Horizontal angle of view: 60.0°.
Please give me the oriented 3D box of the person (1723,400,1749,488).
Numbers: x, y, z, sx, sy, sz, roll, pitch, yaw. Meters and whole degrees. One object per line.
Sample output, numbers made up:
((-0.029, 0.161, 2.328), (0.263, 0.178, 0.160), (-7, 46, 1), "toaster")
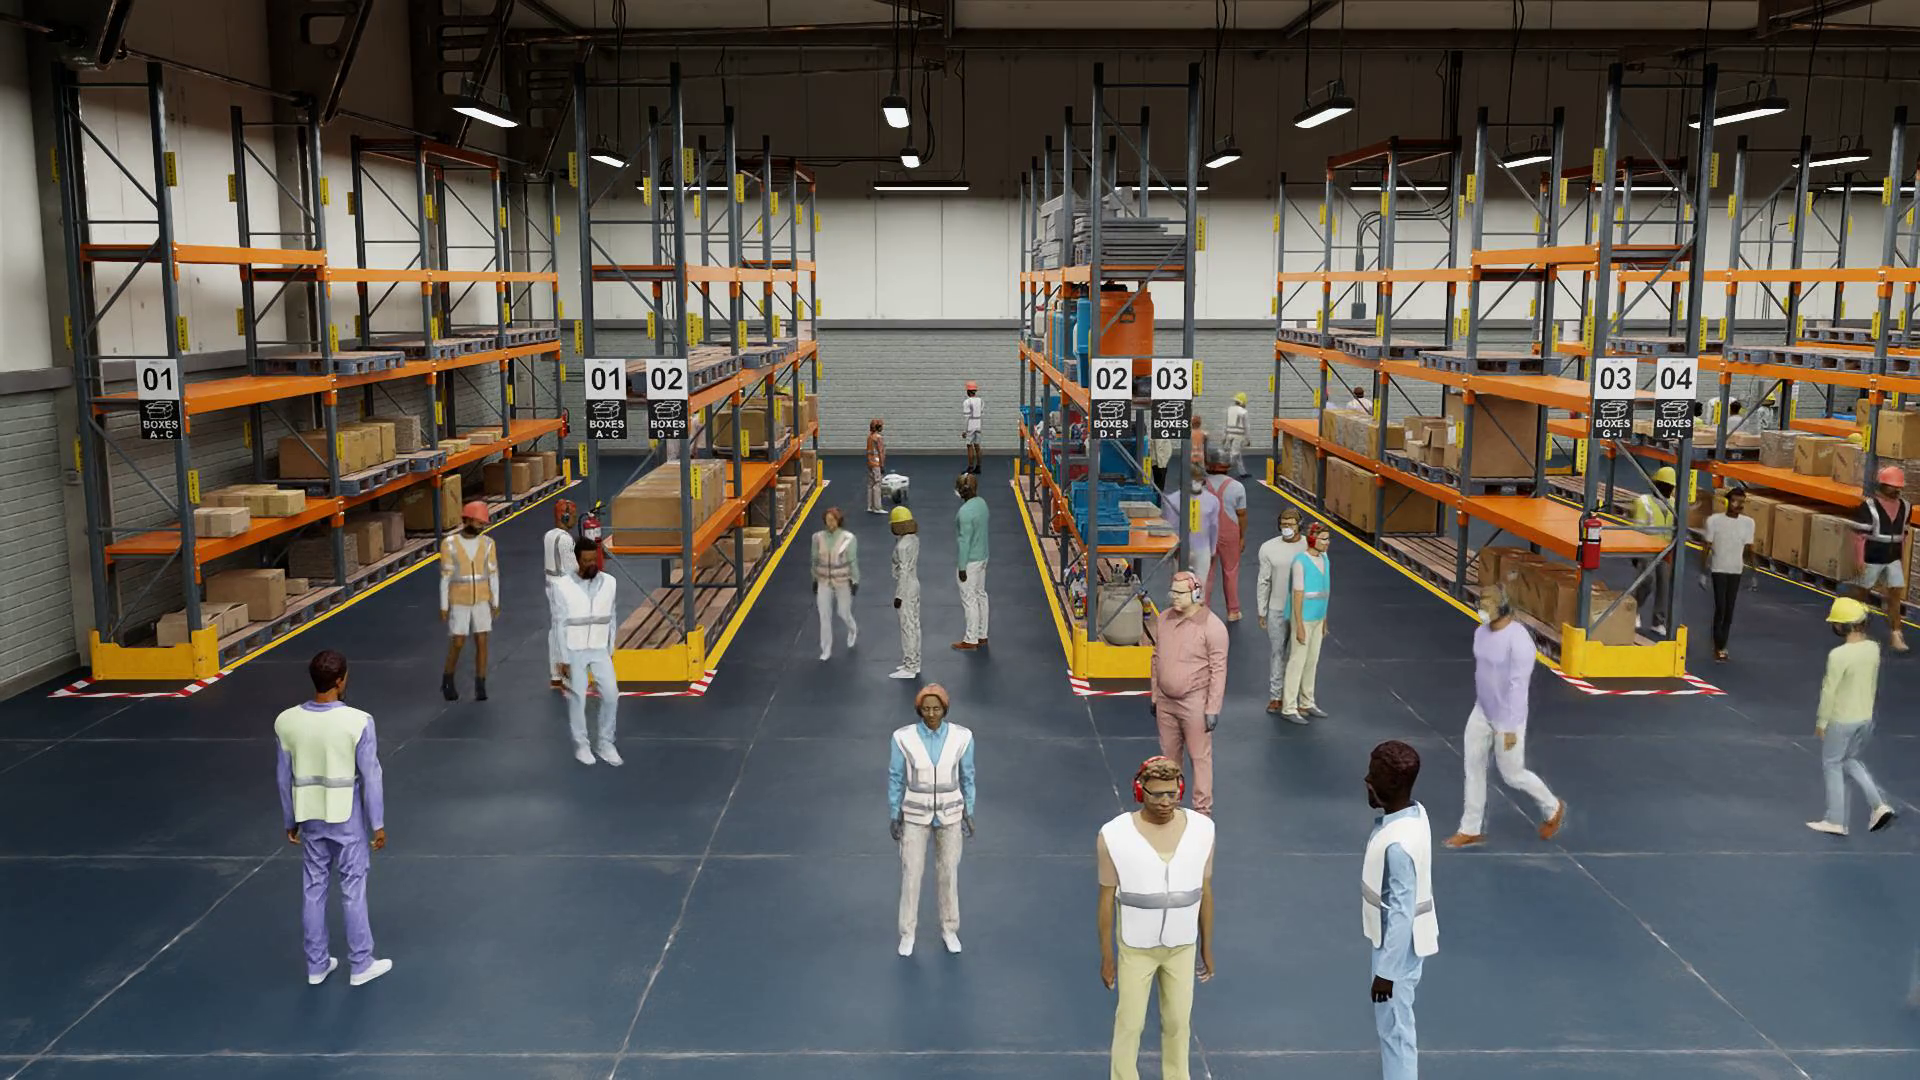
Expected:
((14.089, -1.615, 30.238), (0.584, 1.830, 0.805), (1, 9, 8), "person")

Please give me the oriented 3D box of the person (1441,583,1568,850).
((3.849, 1.233, 11.653), (0.846, 1.912, 0.632), (-3, 9, -20), "person")

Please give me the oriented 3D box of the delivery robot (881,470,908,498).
((-1.220, -1.018, 30.156), (0.477, 0.478, 0.707), (4, 10, 24), "delivery robot")

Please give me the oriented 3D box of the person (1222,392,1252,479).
((5.542, -2.076, 33.334), (0.929, 1.784, 0.596), (-6, 11, -34), "person")

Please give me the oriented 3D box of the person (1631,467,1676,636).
((7.869, 0.117, 18.800), (0.628, 1.913, 0.510), (-3, 9, -17), "person")

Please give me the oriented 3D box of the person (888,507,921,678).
((-0.567, 0.524, 16.757), (0.309, 1.735, 0.484), (2, 9, 13), "person")

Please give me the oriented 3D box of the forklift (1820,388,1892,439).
((20.072, -3.110, 36.462), (1.873, 2.768, 1.129), (0, 9, 0), "forklift")

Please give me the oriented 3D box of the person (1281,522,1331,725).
((3.143, 0.742, 15.054), (0.389, 1.836, 0.561), (8, 12, 41), "person")

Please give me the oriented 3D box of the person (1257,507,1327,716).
((3.041, 0.654, 15.312), (0.630, 1.934, 0.363), (4, 10, 24), "person")

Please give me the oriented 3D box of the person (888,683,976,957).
((-0.165, 1.647, 9.839), (0.523, 1.638, 0.310), (-1, 9, -8), "person")

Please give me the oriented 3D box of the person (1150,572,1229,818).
((1.617, 1.170, 12.051), (0.408, 1.908, 0.645), (-8, 12, -43), "person")

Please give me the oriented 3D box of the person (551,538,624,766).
((-3.021, 0.931, 13.616), (0.593, 1.893, 0.666), (-6, 11, -36), "person")

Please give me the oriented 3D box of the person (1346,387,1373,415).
((8.149, -2.214, 34.050), (0.621, 1.838, 0.429), (-2, 9, -14), "person")

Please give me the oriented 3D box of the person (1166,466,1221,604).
((2.638, 0.091, 18.966), (0.638, 1.919, 0.821), (0, 9, -1), "person")

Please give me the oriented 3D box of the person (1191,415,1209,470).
((4.211, -1.420, 29.644), (0.518, 1.620, 0.554), (-2, 9, -14), "person")

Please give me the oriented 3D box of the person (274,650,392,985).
((-3.553, 1.574, 9.412), (0.597, 1.916, 0.372), (1, 9, 7), "person")

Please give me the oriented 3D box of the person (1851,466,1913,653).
((10.067, 0.173, 18.208), (0.630, 1.996, 1.056), (0, 9, -1), "person")

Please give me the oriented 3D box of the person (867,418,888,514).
((-1.437, -1.268, 28.587), (0.309, 1.639, 0.523), (-5, 10, -28), "person")

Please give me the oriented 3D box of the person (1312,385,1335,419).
((7.366, -2.157, 33.507), (0.570, 1.909, 0.889), (-8, 12, -41), "person")

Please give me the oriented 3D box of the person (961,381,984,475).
((0.245, -2.306, 34.308), (0.354, 1.939, 0.545), (8, 12, 41), "person")

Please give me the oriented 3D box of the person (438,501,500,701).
((-4.674, 0.581, 15.864), (0.585, 1.899, 0.462), (-6, 11, -35), "person")

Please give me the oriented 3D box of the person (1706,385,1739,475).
((15.685, -2.300, 34.239), (0.612, 1.947, 0.388), (3, 9, 19), "person")

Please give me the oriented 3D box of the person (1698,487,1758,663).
((8.075, 0.371, 17.397), (0.551, 1.844, 0.736), (0, 9, 3), "person")

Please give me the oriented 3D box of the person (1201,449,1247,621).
((3.052, -0.068, 19.582), (0.675, 2.000, 0.536), (3, 9, 20), "person")

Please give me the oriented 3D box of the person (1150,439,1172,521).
((3.330, -1.250, 27.383), (0.405, 1.987, 0.608), (2, 9, 11), "person")

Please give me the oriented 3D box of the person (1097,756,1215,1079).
((0.901, 1.880, 7.723), (0.560, 1.837, 0.389), (-2, 9, -13), "person")

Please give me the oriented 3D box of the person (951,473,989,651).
((0.124, 0.237, 17.981), (0.364, 1.933, 0.629), (3, 9, 21), "person")

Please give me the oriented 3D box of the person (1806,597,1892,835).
((6.374, 1.278, 11.889), (0.530, 1.744, 0.455), (-5, 10, -29), "person")

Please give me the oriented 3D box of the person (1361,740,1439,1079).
((1.994, 1.855, 7.611), (0.382, 1.917, 0.591), (2, 9, 15), "person")

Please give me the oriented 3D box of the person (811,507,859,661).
((-1.313, 0.441, 17.669), (0.519, 1.624, 0.607), (2, 9, 14), "person")

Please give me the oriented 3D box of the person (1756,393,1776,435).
((16.487, -2.162, 34.046), (0.487, 1.737, 0.342), (-6, 11, -35), "person")

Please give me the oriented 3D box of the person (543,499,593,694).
((-3.834, 0.544, 16.140), (0.353, 1.887, 0.573), (-6, 11, -35), "person")
